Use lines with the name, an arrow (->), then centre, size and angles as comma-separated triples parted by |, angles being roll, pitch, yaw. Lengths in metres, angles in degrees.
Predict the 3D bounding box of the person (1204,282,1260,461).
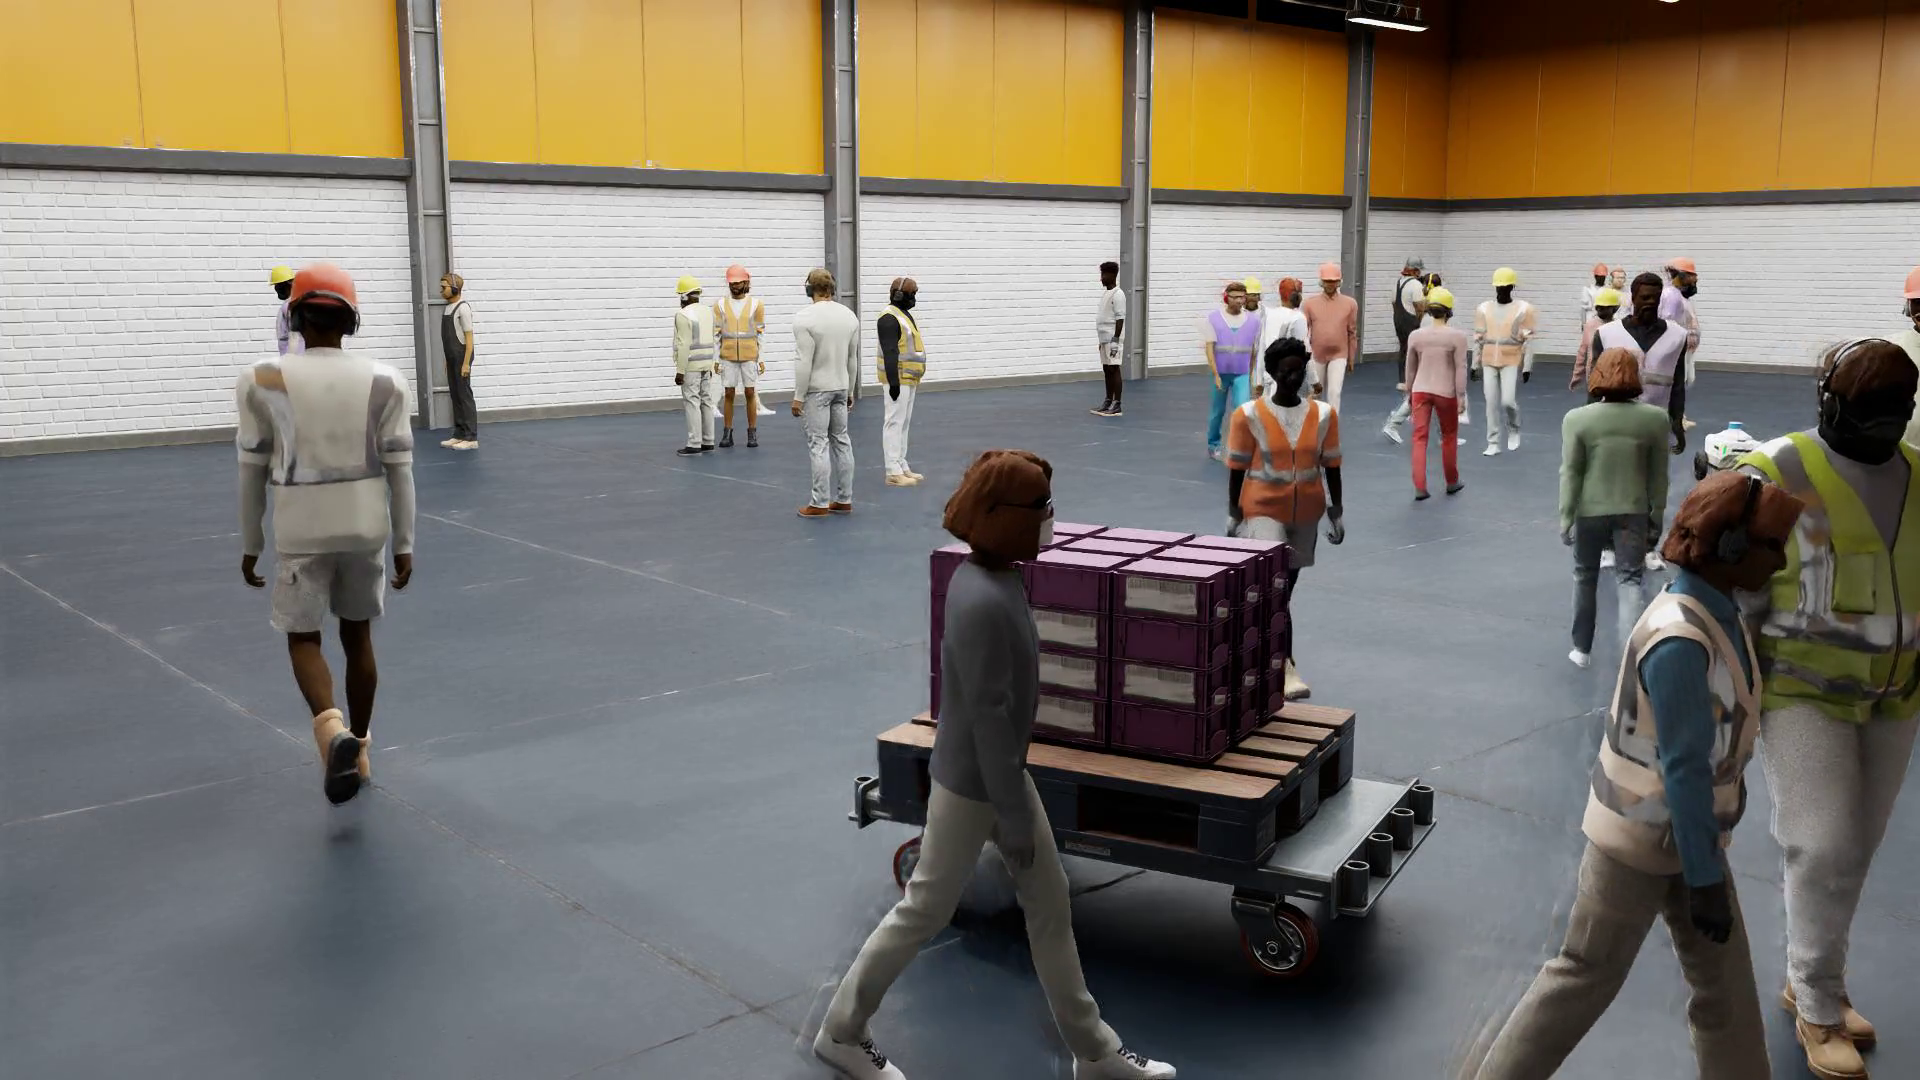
person -> 2.612, -1.607, 16.119 | 0.549, 1.788, 1.021 | 0, 10, -1

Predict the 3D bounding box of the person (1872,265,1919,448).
person -> 4.660, -0.349, 8.114 | 0.620, 1.994, 0.381 | 7, 12, 37

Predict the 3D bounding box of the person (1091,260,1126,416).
person -> 1.904, -2.558, 21.132 | 0.367, 1.967, 0.606 | -2, 10, -14

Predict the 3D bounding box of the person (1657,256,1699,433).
person -> 8.094, -2.239, 19.116 | 0.641, 2.019, 0.646 | 4, 10, 21

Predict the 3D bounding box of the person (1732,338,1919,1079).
person -> 2.239, 0.416, 4.138 | 0.665, 1.818, 0.575 | -2, 10, -11

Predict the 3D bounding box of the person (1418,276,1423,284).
person -> 8.479, -4.034, 30.629 | 0.579, 1.677, 0.536 | -8, 12, -38

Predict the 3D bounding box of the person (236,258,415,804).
person -> -2.297, -0.019, 6.119 | 0.616, 2.019, 0.746 | -6, 11, -30

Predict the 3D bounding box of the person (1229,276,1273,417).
person -> 2.972, -1.807, 17.192 | 0.601, 1.817, 0.430 | 1, 10, 4

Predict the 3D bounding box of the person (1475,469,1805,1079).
person -> 1.495, 0.633, 3.536 | 0.806, 1.592, 0.514 | 8, 12, 38

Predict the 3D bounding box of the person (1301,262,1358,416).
person -> 3.943, -2.002, 17.891 | 0.630, 1.966, 0.876 | 2, 10, 11

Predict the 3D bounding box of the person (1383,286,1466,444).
person -> 4.997, -1.868, 17.851 | 0.859, 1.707, 0.493 | -1, 10, -6

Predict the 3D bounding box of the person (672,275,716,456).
person -> -2.709, -1.761, 16.870 | 0.403, 1.827, 0.600 | 4, 11, 24

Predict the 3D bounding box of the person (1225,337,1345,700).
person -> 1.531, -0.121, 7.793 | 0.544, 1.647, 0.861 | -2, 10, -9

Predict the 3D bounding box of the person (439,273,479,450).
person -> -5.271, -1.866, 17.435 | 0.331, 1.844, 0.519 | -8, 12, -38

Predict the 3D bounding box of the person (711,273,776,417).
person -> -2.805, -2.455, 20.945 | 0.944, 1.833, 0.532 | -5, 11, -25

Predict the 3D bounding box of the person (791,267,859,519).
person -> -1.047, -1.128, 12.846 | 0.354, 1.935, 0.636 | 9, 13, 41

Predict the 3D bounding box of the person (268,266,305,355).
person -> -7.039, -1.917, 17.524 | 0.381, 1.917, 0.584 | -2, 10, -14

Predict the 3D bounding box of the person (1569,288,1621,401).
person -> 6.160, -1.534, 15.825 | 0.859, 1.730, 0.529 | -5, 11, -26

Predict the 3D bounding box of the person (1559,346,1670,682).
person -> 3.111, -0.118, 7.916 | 0.506, 1.606, 0.793 | 2, 10, 11

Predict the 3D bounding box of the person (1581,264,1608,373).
person -> 10.727, -3.681, 27.952 | 0.564, 1.896, 0.984 | -1, 10, -4

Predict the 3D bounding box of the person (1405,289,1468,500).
person -> 4.026, -1.223, 13.963 | 0.547, 1.733, 0.800 | 6, 11, 32

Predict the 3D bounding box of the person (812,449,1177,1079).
person -> 0.044, 0.569, 3.951 | 0.885, 1.585, 0.515 | 2, 10, 10

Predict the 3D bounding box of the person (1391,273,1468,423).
person -> 5.790, -2.324, 20.246 | 0.941, 1.798, 0.505 | 7, 12, 36

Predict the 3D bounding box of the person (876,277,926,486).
person -> -0.513, -1.403, 14.756 | 0.429, 1.838, 0.621 | 2, 10, 11

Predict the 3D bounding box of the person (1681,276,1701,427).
person -> 8.527, -2.258, 19.782 | 0.547, 1.828, 0.640 | 8, 12, 38

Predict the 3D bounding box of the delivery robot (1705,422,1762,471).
delivery robot -> 6.825, -0.797, 14.677 | 0.477, 0.478, 0.707 | 2, 10, 12

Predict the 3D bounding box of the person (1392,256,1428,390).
person -> 6.823, -3.280, 25.144 | 0.600, 2.000, 0.707 | -2, 10, -13

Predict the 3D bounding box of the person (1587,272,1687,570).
person -> 4.380, -0.765, 10.786 | 0.631, 1.917, 0.402 | 2, 10, 10

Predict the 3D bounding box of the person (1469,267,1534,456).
person -> 5.494, -1.805, 16.877 | 0.593, 1.911, 0.447 | 7, 12, 37

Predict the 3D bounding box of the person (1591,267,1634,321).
person -> 9.526, -3.041, 24.263 | 0.649, 1.874, 0.877 | 1, 10, 7

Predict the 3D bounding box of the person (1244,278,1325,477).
person -> 2.965, -1.472, 15.204 | 1.043, 1.831, 0.569 | -3, 10, -19

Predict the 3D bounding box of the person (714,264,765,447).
person -> -2.337, -1.939, 17.595 | 0.552, 1.935, 0.373 | 0, 10, -1
